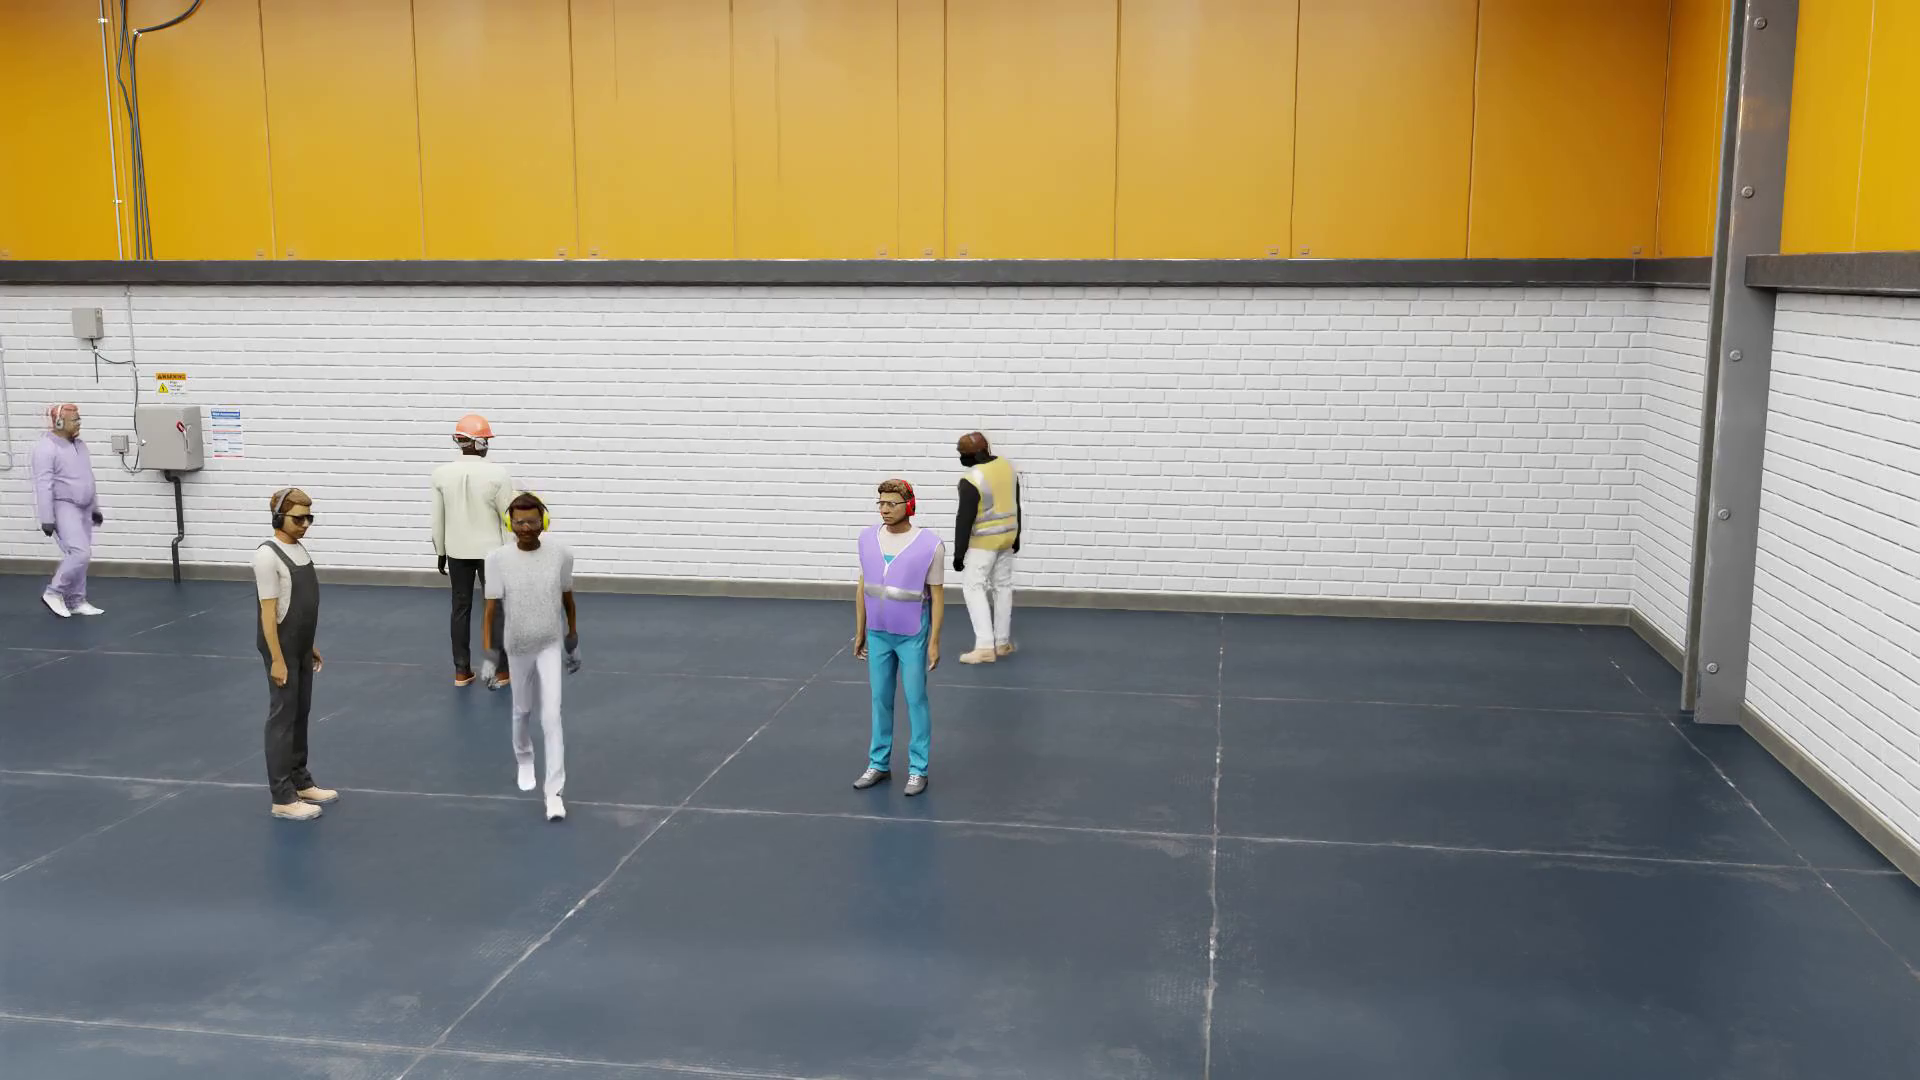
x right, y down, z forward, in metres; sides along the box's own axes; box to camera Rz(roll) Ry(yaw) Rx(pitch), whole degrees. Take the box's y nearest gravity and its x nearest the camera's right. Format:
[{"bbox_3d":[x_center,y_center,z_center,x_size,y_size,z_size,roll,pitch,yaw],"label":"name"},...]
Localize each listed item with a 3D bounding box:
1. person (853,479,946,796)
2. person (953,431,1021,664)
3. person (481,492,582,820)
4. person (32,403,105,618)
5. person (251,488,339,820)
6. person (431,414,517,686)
[{"bbox_3d":[-0.350,0.553,9.678,0.563,1.847,0.389,4,10,26],"label":"person"},{"bbox_3d":[0.223,0.045,12.982,0.432,1.807,0.700,8,12,42],"label":"person"},{"bbox_3d":[-2.436,0.615,9.434,0.554,1.811,0.997,-3,10,-15],"label":"person"},{"bbox_3d":[-7.724,-0.246,14.489,0.424,1.893,0.652,0,9,-2],"label":"person"},{"bbox_3d":[-3.719,0.624,9.271,0.343,1.840,0.507,0,9,0],"label":"person"},{"bbox_3d":[-3.533,0.078,12.163,0.618,1.989,0.392,0,9,3],"label":"person"}]
